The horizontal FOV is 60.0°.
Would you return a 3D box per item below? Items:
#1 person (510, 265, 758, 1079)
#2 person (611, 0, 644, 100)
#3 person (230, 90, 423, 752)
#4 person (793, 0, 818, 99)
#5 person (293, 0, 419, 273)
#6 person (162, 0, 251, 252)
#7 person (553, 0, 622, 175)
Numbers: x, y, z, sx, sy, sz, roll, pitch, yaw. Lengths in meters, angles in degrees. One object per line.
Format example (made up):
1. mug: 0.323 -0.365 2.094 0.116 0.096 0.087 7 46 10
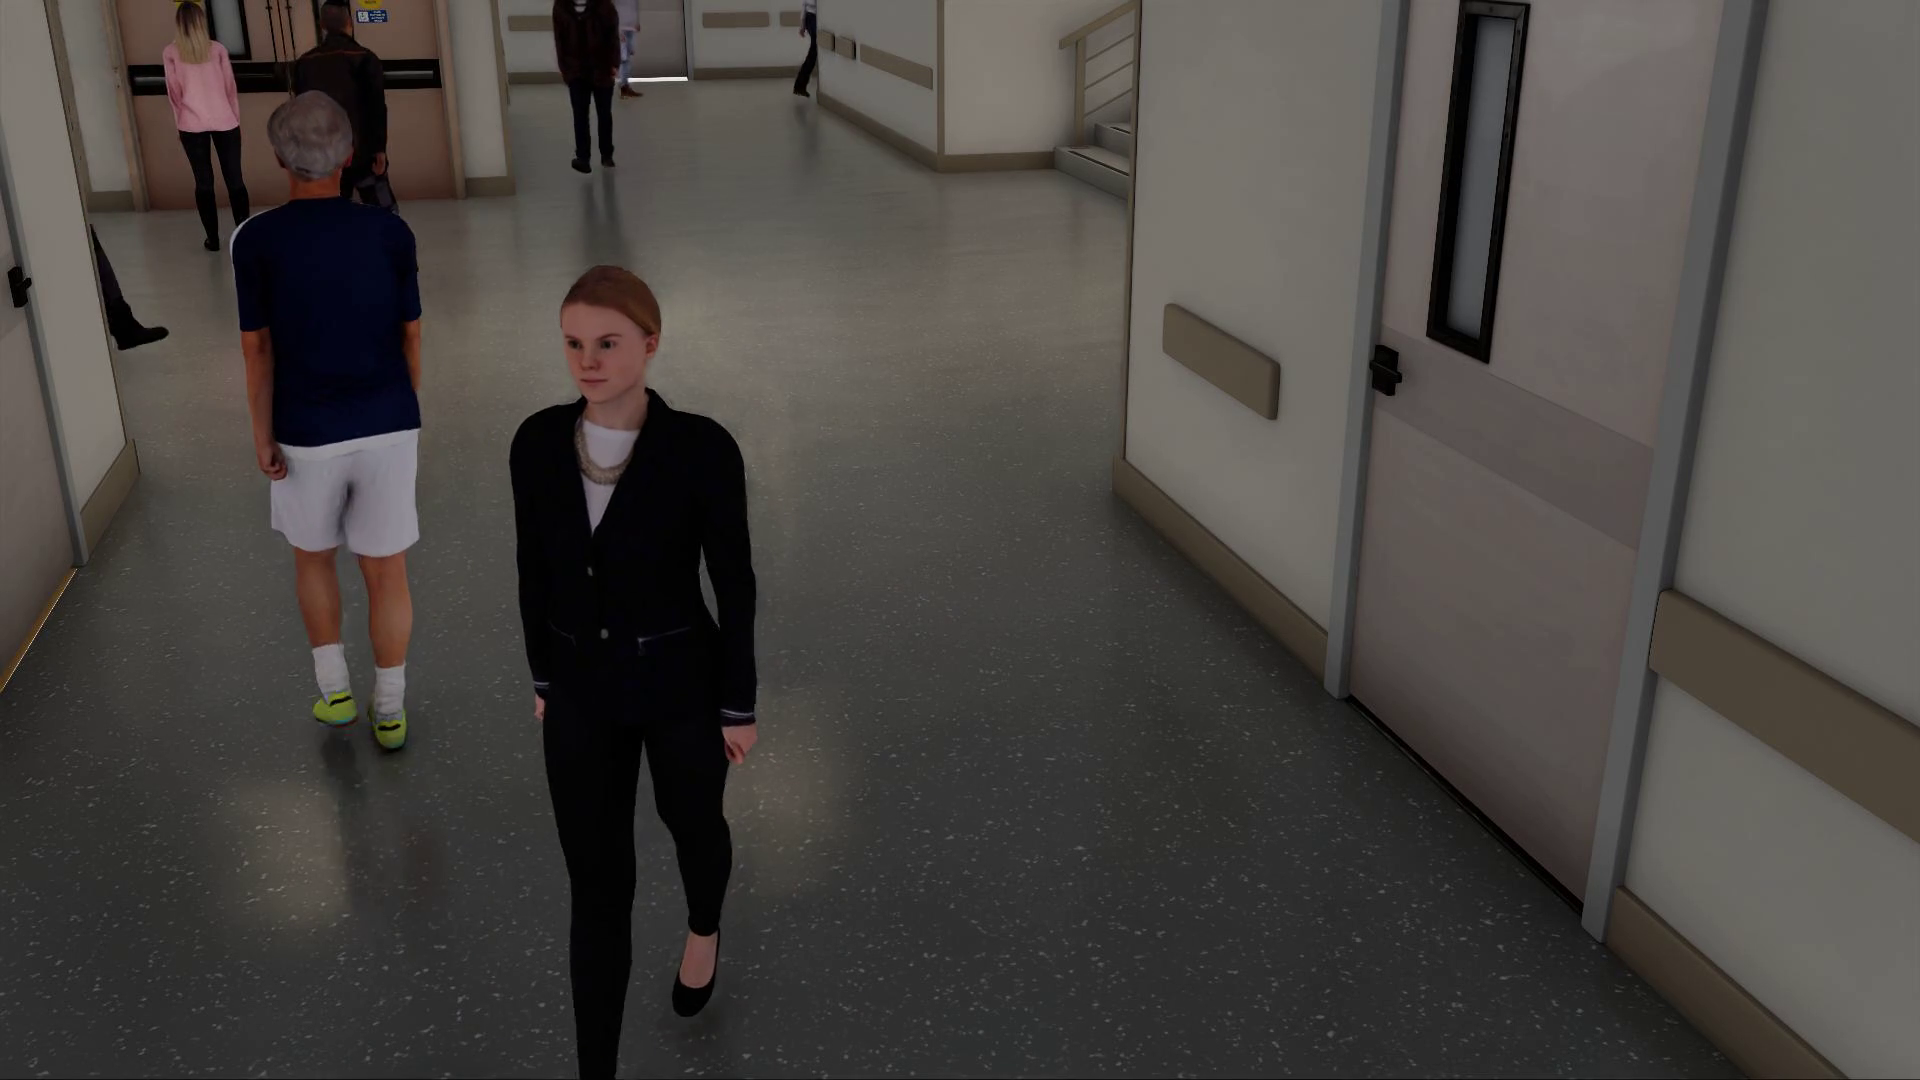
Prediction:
1. person: -0.588 0.305 3.257 1.085 1.639 0.948 2 21 5
2. person: -4.261 -6.518 21.010 0.923 1.825 0.851 9 22 22
3. person: -1.646 -0.265 4.514 0.582 1.815 0.731 -10 23 -24
4. person: -1.814 -6.372 20.726 1.102 1.753 1.323 17 27 38
5. person: -3.628 -2.249 9.765 1.186 1.805 1.109 4 21 10
6. person: -5.248 -2.885 11.613 0.498 1.688 0.670 -7 22 -19
7. person: -3.318 -4.226 15.006 1.141 1.791 0.995 -2 21 -5
